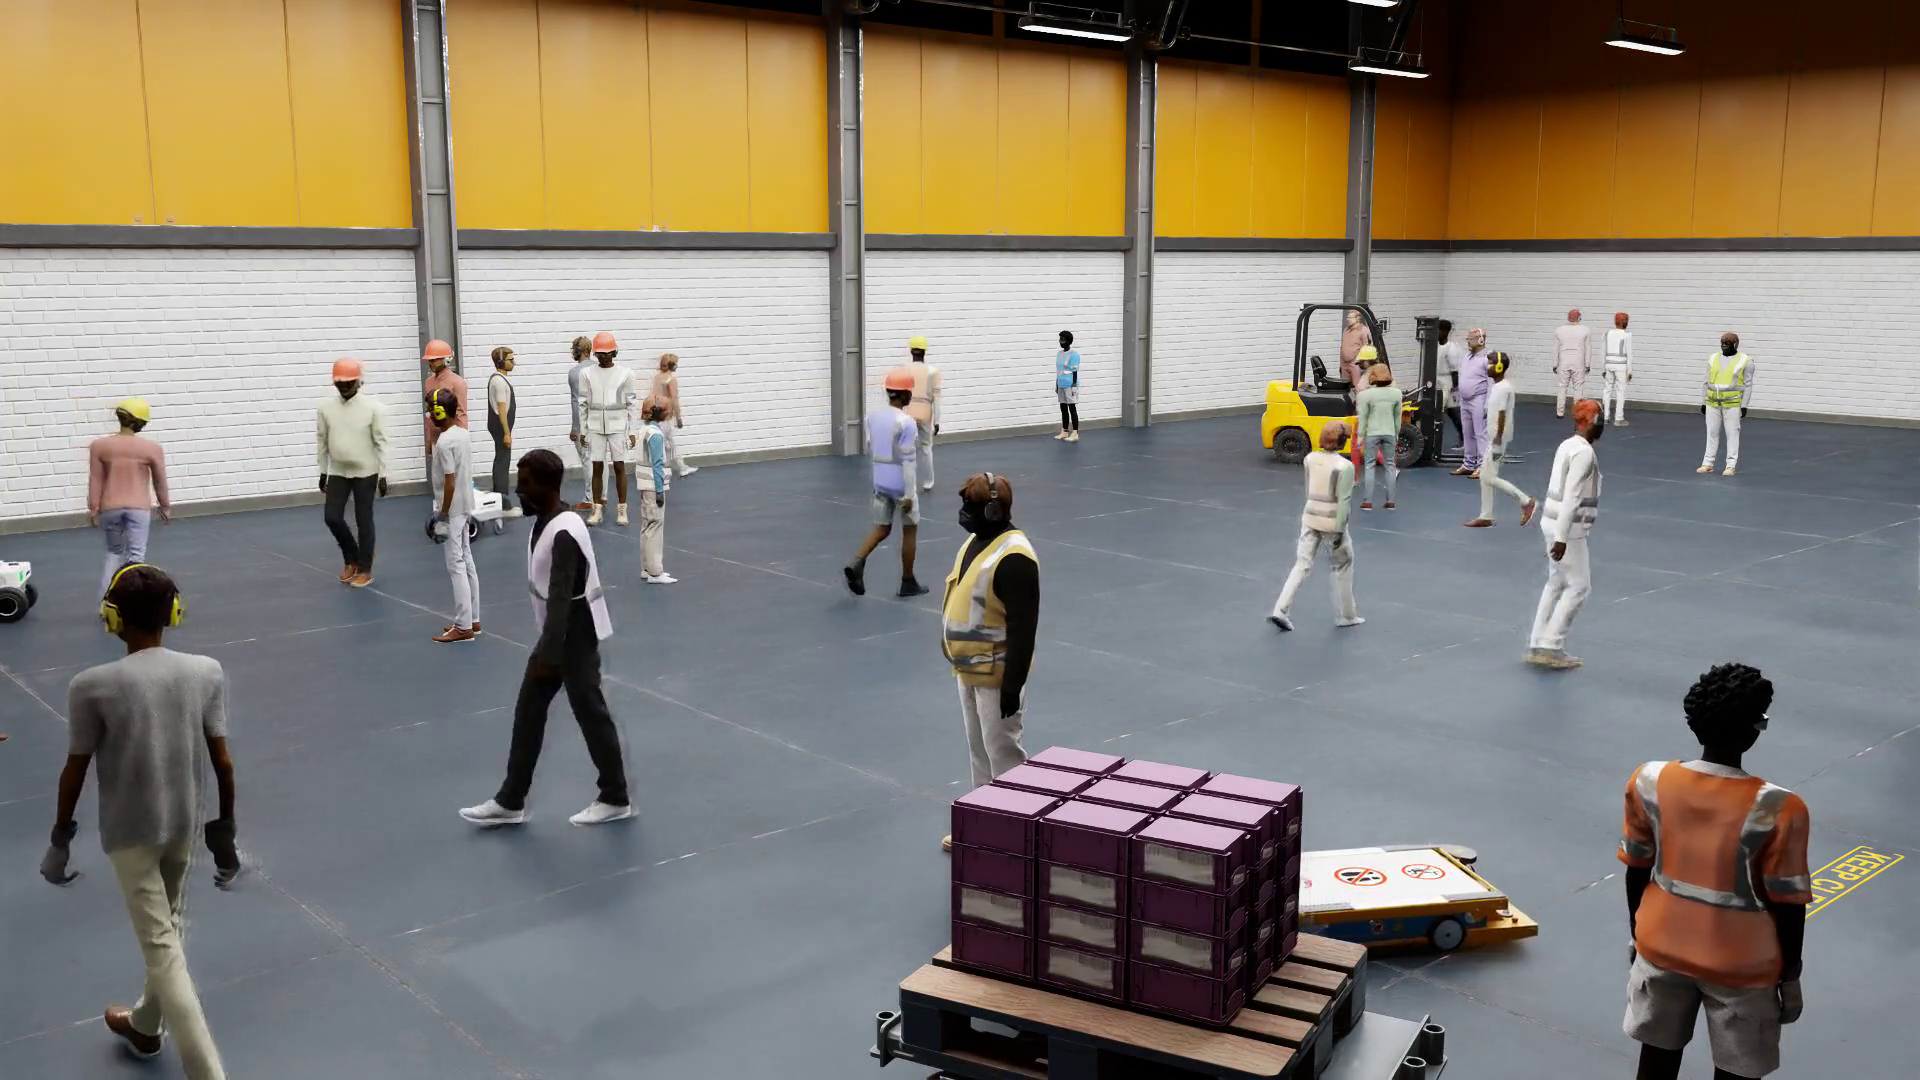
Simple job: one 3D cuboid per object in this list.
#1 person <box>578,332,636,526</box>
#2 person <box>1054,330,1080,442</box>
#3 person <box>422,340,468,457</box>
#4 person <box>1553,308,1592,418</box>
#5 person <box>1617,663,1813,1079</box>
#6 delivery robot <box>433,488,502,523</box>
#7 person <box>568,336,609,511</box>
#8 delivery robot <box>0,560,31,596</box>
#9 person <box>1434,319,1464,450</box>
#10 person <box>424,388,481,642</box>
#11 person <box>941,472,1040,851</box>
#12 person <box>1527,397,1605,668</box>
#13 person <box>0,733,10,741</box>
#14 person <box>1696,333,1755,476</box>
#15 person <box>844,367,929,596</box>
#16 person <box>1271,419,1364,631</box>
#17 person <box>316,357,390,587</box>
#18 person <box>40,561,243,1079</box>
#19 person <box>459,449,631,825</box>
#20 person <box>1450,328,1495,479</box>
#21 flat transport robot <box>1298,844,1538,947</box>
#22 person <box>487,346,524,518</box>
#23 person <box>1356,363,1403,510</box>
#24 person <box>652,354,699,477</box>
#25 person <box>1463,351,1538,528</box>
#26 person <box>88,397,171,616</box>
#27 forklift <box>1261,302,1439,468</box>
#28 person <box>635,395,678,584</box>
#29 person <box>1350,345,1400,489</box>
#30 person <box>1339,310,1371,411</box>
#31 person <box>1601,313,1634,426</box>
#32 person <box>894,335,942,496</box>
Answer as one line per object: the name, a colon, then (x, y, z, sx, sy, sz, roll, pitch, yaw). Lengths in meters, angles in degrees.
person: (-3.682, -1.154, 17.363, 0.605, 2.034, 0.388, 0, 10, 0)
person: (1.632, -2.347, 25.351, 0.319, 1.692, 0.536, -6, 11, -29)
person: (-5.155, -1.010, 16.661, 0.614, 1.987, 0.407, 7, 12, 36)
person: (10.602, -3.046, 28.808, 0.636, 1.911, 0.406, 5, 11, 27)
person: (2.111, 1.180, 4.681, 0.321, 1.697, 0.529, -8, 13, -40)
delivery robot: (-4.914, -0.335, 16.618, 0.477, 0.478, 0.707, 5, 11, 27)
person: (-4.124, -1.283, 18.396, 0.378, 1.940, 0.629, 3, 10, 17)
delivery robot: (-7.604, 0.303, 12.860, 0.707, 0.478, 0.477, -3, 10, -20)
person: (6.981, -2.226, 23.983, 1.009, 1.921, 0.603, -1, 10, -3)
person: (-3.720, -0.180, 12.158, 0.328, 1.865, 0.521, 0, 10, 1)
person: (0.128, 0.604, 7.631, 0.429, 1.842, 0.635, -3, 10, -19)
person: (4.171, -0.053, 11.446, 0.481, 1.848, 0.599, 1, 10, 6)
person: (-5.793, 0.396, 9.468, 0.463, 1.624, 0.504, -2, 10, -14)
person: (9.841, -1.746, 21.409, 0.429, 1.839, 0.621, -8, 13, -41)
person: (-0.593, -0.452, 13.599, 0.552, 1.916, 0.739, 9, 13, 43)
person: (2.702, -0.105, 12.491, 0.818, 1.601, 0.514, -7, 12, -37)
person: (-5.164, -0.575, 14.138, 0.646, 1.973, 0.432, 1, 10, 4)
person: (-2.716, 0.976, 5.528, 0.943, 1.821, 0.522, 6, 11, 32)
person: (-2.040, 0.505, 8.075, 0.906, 1.879, 0.611, -5, 11, -28)
person: (6.531, -1.735, 21.134, 0.403, 1.906, 0.652, -3, 10, -18)
flat transport robot: (1.596, 1.505, 6.949, 1.431, 0.197, 0.652, -2, 10, -11)
person: (-4.930, -1.167, 17.986, 0.347, 1.847, 0.505, -3, 10, -19)
person: (4.653, -1.143, 18.473, 0.505, 1.632, 0.281, -1, 10, -4)
person: (-3.654, -1.533, 20.848, 0.858, 1.584, 0.525, -6, 11, -32)
person: (5.582, -1.016, 17.097, 0.633, 1.850, 0.530, 2, 10, 9)
person: (-6.403, -0.233, 12.844, 0.542, 1.722, 0.465, -2, 10, -14)
forklift: (5.320, -2.157, 22.763, 2.313, 2.155, 1.214, 3, 10, 16)
person: (-2.635, -0.436, 14.341, 0.311, 1.631, 0.506, -4, 10, -20)
person: (4.945, -1.481, 20.125, 0.729, 1.747, 0.539, 0, 10, 0)
person: (6.733, -3.001, 28.552, 0.405, 1.904, 0.652, -5, 11, -28)
person: (10.937, -2.836, 27.688, 0.348, 1.883, 0.604, -6, 12, -33)
person: (-0.504, -1.463, 19.628, 0.592, 1.883, 0.958, 0, 10, 2)
